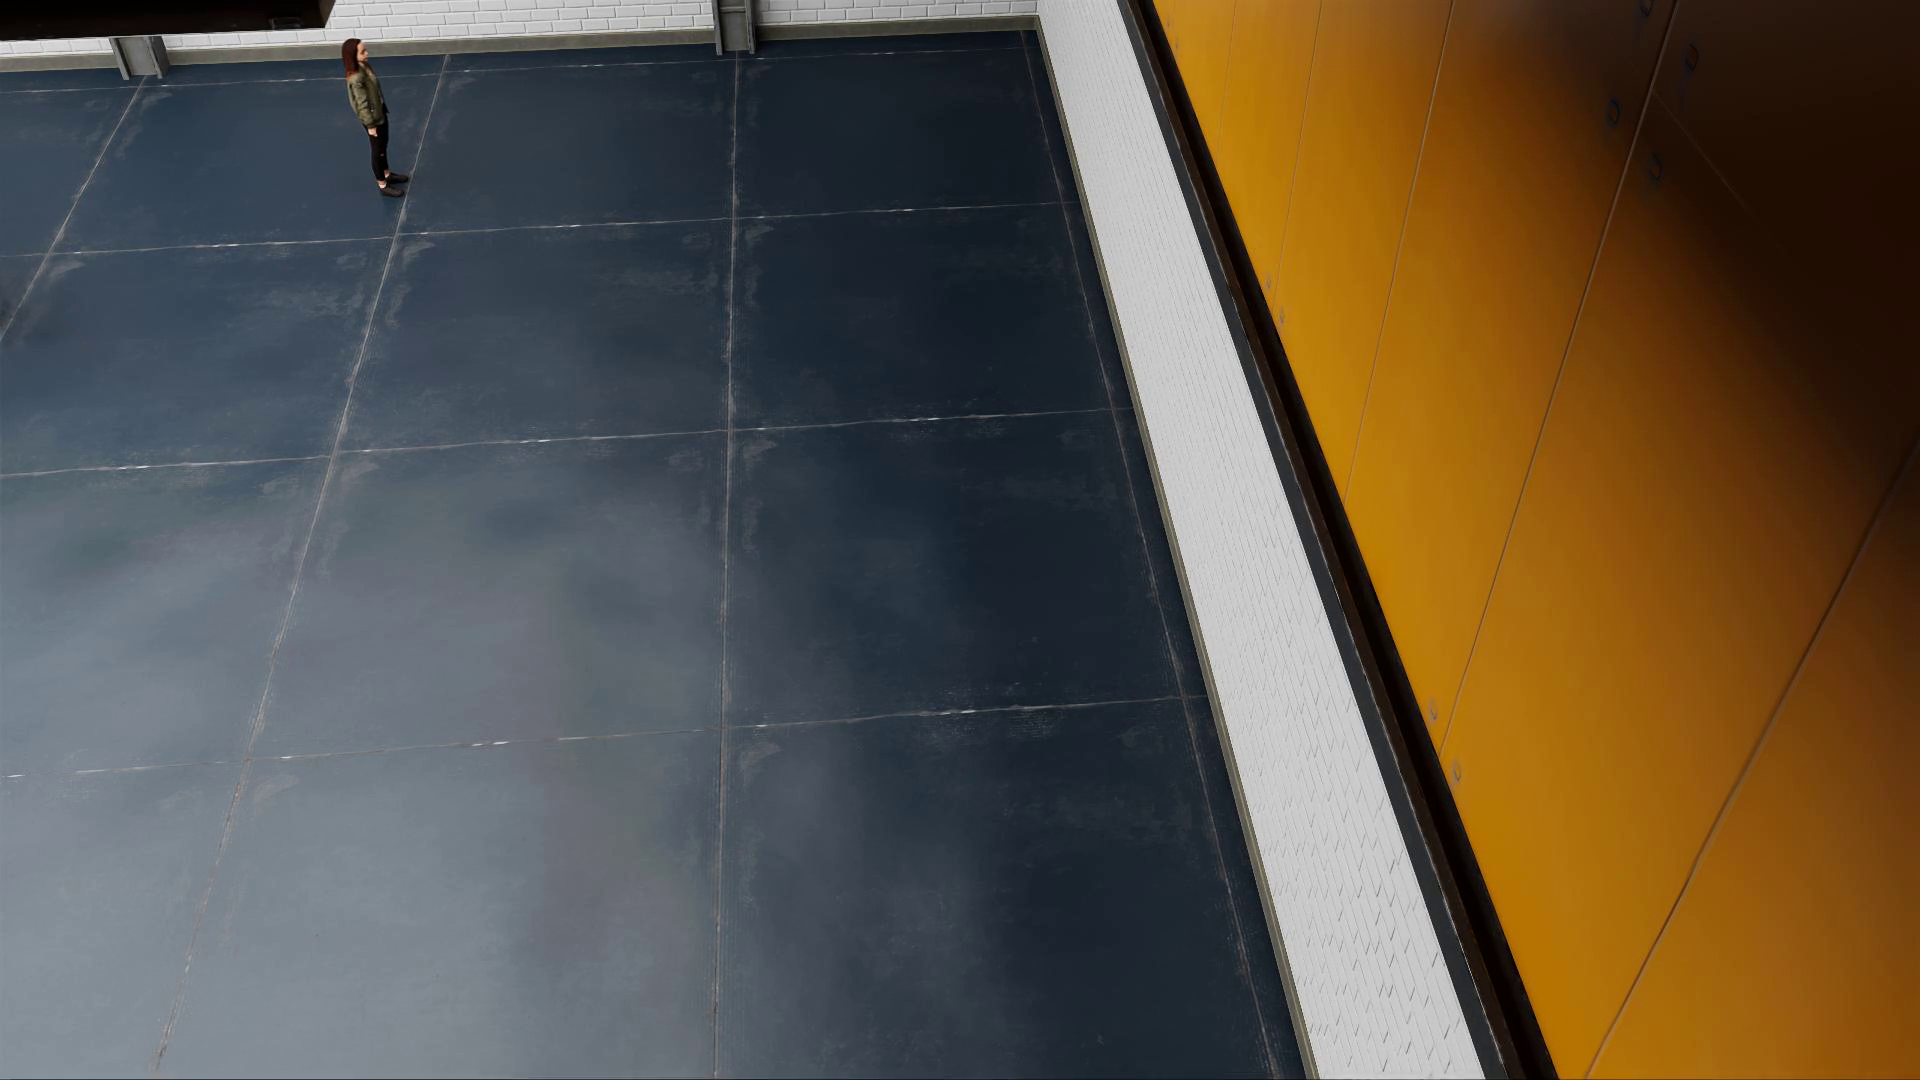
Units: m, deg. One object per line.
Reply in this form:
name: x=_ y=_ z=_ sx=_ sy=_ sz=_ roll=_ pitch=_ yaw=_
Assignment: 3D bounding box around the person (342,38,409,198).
person: x=-5.263 y=-3.804 z=14.907 sx=0.484 sy=1.475 sz=0.581 roll=-3 pitch=44 yaw=-4
